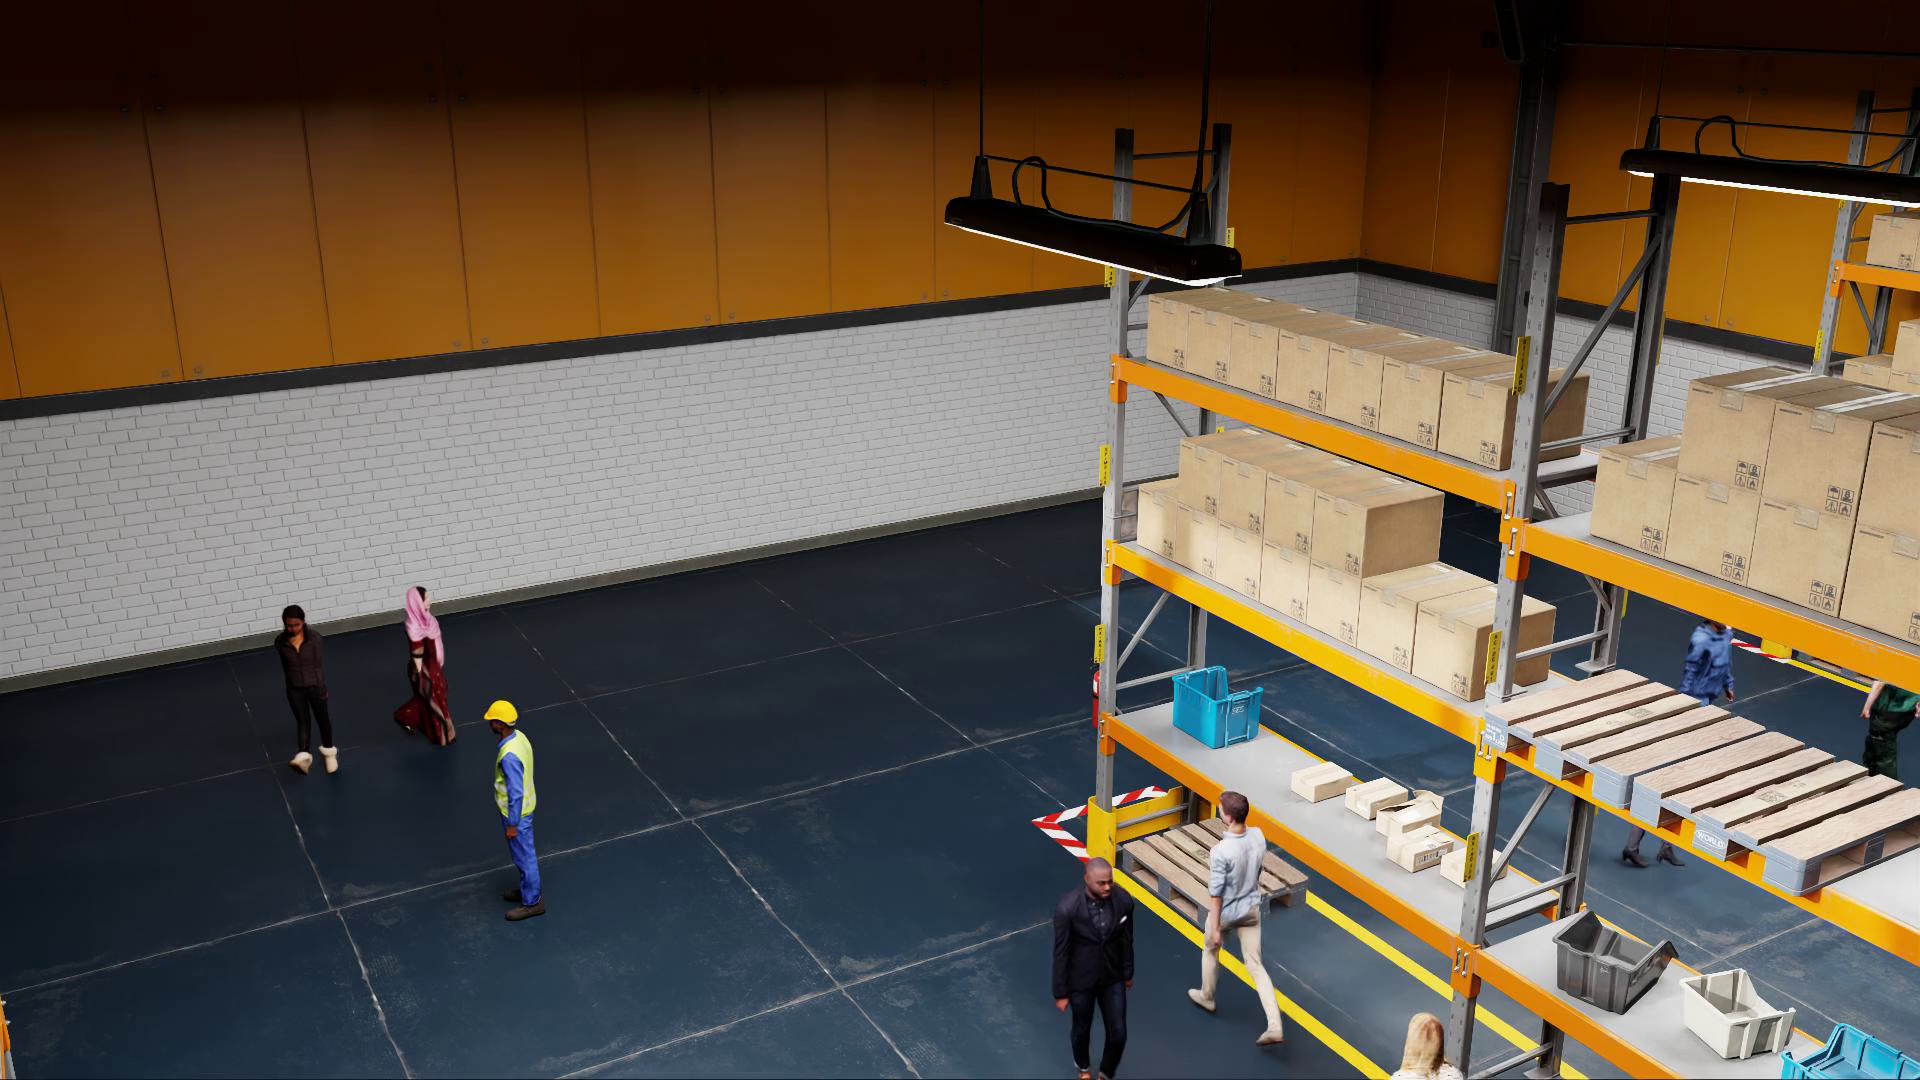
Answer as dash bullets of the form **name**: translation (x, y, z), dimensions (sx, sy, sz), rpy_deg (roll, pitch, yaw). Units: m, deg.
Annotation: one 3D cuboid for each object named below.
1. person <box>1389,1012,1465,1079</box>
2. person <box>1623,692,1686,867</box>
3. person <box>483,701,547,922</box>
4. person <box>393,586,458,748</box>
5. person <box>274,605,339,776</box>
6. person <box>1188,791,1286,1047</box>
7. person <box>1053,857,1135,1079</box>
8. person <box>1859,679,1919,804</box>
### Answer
- **person**: translation (2.533, 3.447, 8.982), dimensions (0.810, 1.799, 1.030), rpy_deg (-4, 19, -11)
- **person**: translation (5.670, 1.982, 13.693), dimensions (0.857, 1.569, 0.786), rpy_deg (8, 20, 23)
- **person**: translation (-3.470, 2.090, 12.996), dimensions (0.791, 1.810, 0.626), rpy_deg (-4, 19, -12)
- **person**: translation (-5.183, 1.214, 15.886), dimensions (0.918, 1.626, 0.900), rpy_deg (0, 19, 0)
- **person**: translation (-6.006, 1.390, 15.310), dimensions (0.698, 1.660, 0.872), rpy_deg (-6, 20, -18)
- **person**: translation (1.957, 2.616, 11.431), dimensions (0.645, 1.811, 1.187), rpy_deg (-10, 21, -26)
- **person**: translation (0.855, 2.820, 10.842), dimensions (0.836, 1.801, 0.813), rpy_deg (-4, 19, -11)
- **person**: translation (8.268, 1.526, 14.642), dimensions (0.726, 1.828, 0.864), rpy_deg (-7, 20, -20)
